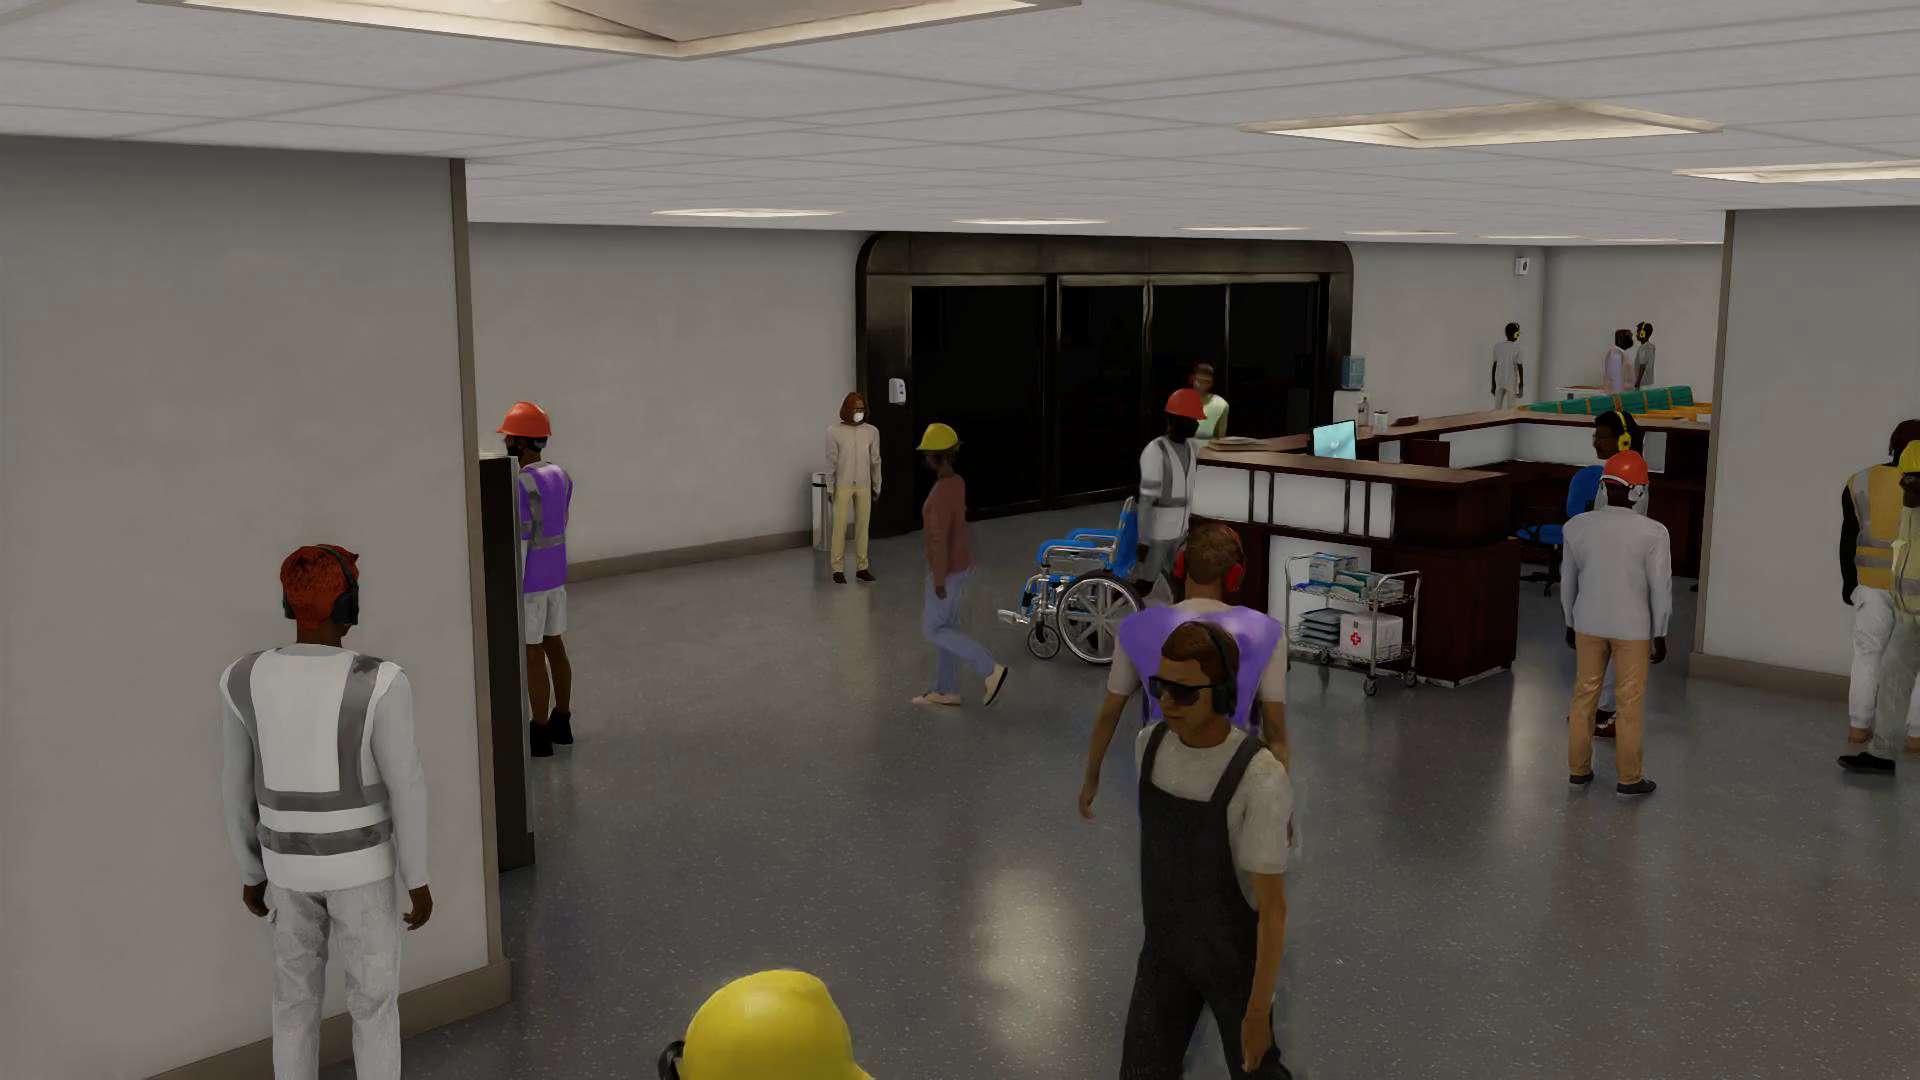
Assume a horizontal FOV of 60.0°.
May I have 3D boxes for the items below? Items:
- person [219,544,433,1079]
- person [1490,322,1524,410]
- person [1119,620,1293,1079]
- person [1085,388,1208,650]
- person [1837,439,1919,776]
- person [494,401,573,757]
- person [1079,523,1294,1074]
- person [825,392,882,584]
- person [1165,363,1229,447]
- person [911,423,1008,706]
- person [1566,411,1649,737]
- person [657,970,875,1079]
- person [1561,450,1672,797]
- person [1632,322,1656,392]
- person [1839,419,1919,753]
[{"bbox_3d":[-1.804,0.945,4.789,0.584,1.882,0.337,1,9,7],"label":"person"},{"bbox_3d":[8.185,-2.316,24.880,0.332,1.861,0.521,-9,13,-43],"label":"person"},{"bbox_3d":[0.659,1.074,4.288,0.971,1.799,0.523,-9,13,-42],"label":"person"},{"bbox_3d":[1.276,-0.092,11.169,0.881,1.900,0.559,9,13,44],"label":"person"},{"bbox_3d":[4.984,0.387,8.516,0.624,1.795,0.602,-1,9,-5],"label":"person"},{"bbox_3d":[-2.336,0.214,9.094,0.350,1.942,0.545,3,10,16],"label":"person"},{"bbox_3d":[0.766,0.834,5.707,0.722,1.794,0.869,1,9,7],"label":"person"},{"bbox_3d":[-0.899,-0.439,14.085,0.508,1.627,0.291,-4,10,-25],"label":"person"},{"bbox_3d":[2.175,-0.722,15.232,0.606,1.813,0.715,6,11,31],"label":"person"},{"bbox_3d":[-0.017,0.175,9.951,0.549,1.755,0.529,2,10,14],"label":"person"},{"bbox_3d":[3.722,0.194,9.478,0.324,1.862,0.512,0,9,1],"label":"person"},{"bbox_3d":[-0.275,1.425,2.262,0.371,1.754,0.525,-1,9,-6],"label":"person"},{"bbox_3d":[3.322,0.418,8.421,0.559,1.752,0.325,9,13,43],"label":"person"},{"bbox_3d":[10.097,-2.287,24.657,0.328,1.872,0.509,7,12,37],"label":"person"},{"bbox_3d":[5.207,0.250,9.207,0.621,1.838,0.429,9,13,44],"label":"person"}]
